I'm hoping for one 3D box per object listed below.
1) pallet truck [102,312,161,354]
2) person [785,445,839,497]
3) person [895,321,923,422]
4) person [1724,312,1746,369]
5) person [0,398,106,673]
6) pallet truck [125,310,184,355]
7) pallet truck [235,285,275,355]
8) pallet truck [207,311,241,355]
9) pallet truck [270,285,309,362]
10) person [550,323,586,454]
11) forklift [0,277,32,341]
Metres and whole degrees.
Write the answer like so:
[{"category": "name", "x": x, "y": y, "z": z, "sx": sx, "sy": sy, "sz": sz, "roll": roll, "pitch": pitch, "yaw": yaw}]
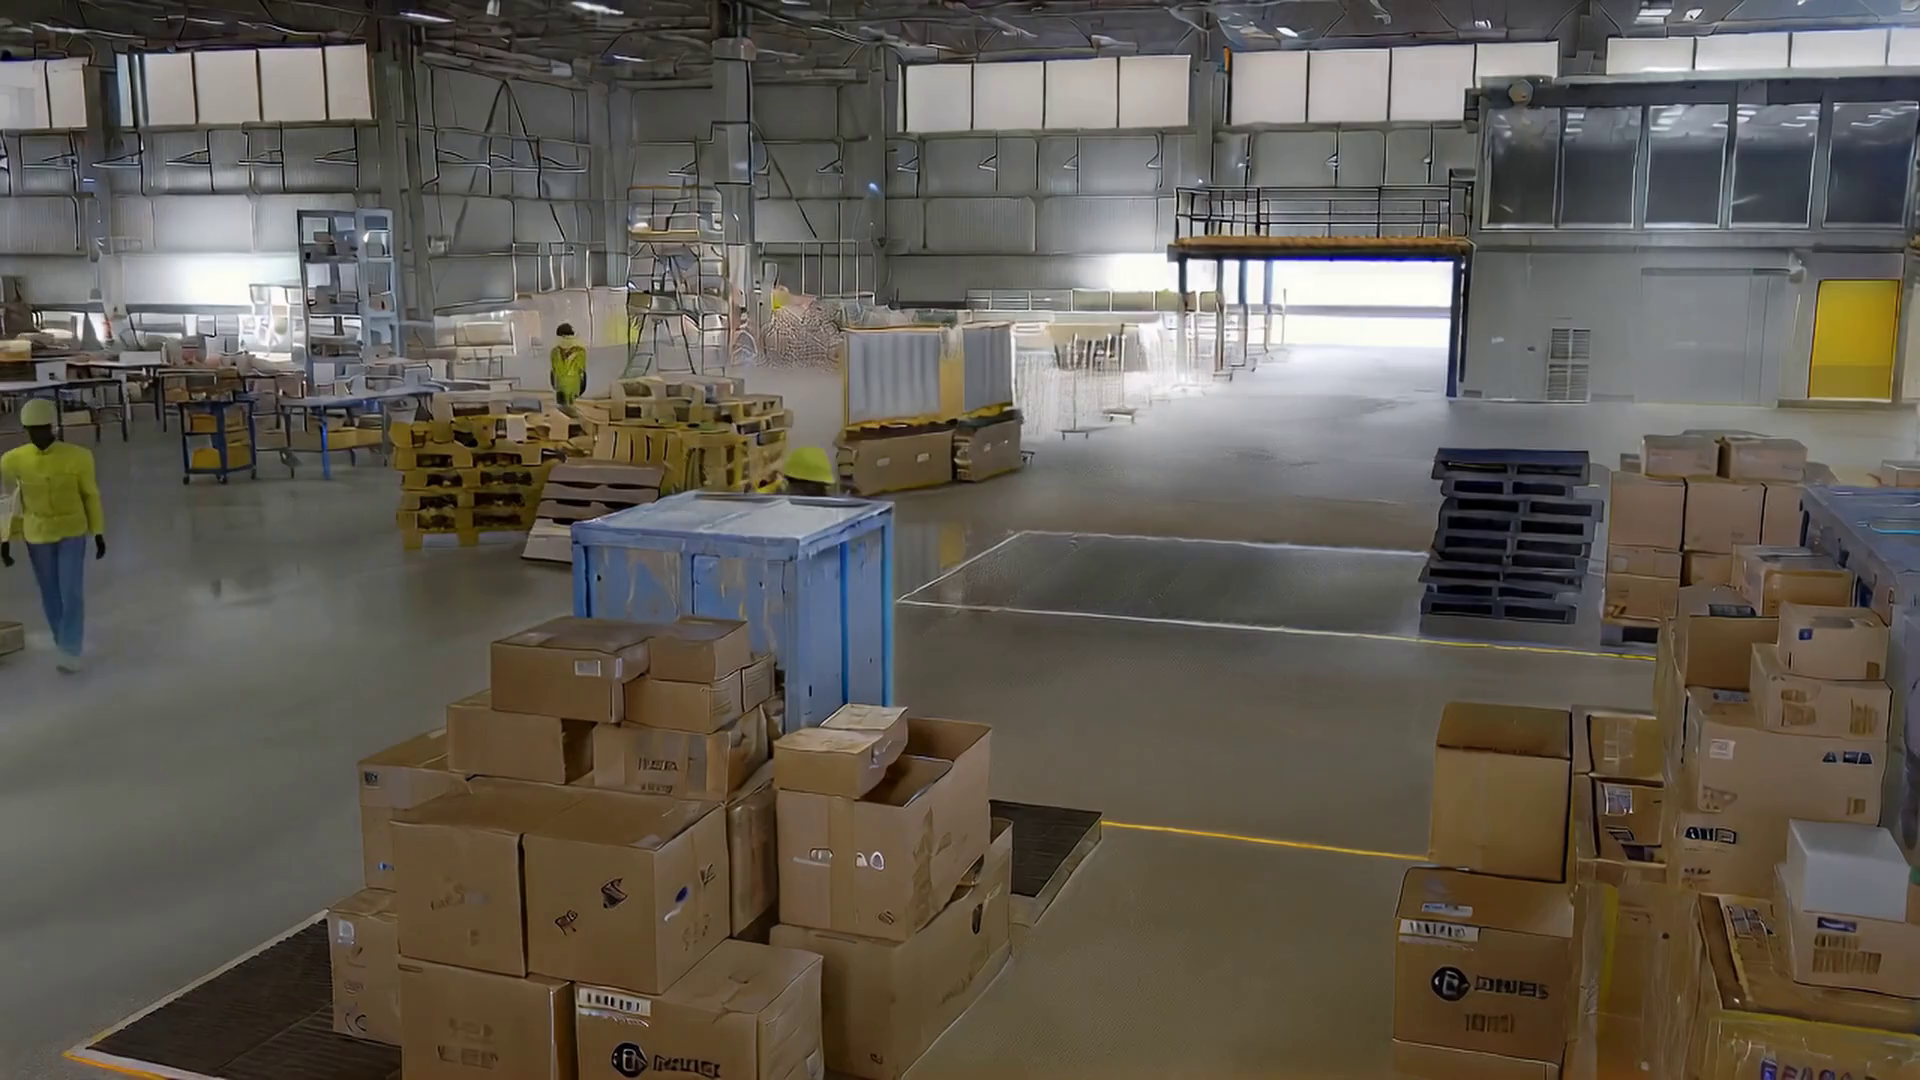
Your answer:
[{"category": "pallet truck", "x": -23.057, "y": -5.777, "z": 46.261, "sx": 0.680, "sy": 1.201, "sz": 1.601, "roll": 3, "pitch": 11, "yaw": 19}, {"category": "person", "x": -1.019, "y": 0.406, "z": 9.520, "sx": 0.665, "sy": 1.912, "sz": 0.570, "roll": -2, "pitch": 10, "yaw": -9}, {"category": "person", "x": -0.870, "y": -2.859, "z": 28.378, "sx": 0.486, "sy": 1.745, "sz": 0.295, "roll": 2, "pitch": 10, "yaw": 12}, {"category": "person", "x": 18.243, "y": -4.716, "z": 39.151, "sx": 0.497, "sy": 1.626, "sz": 0.288, "roll": 7, "pitch": 12, "yaw": 33}, {"category": "person", "x": -6.450, "y": -0.017, "z": 11.760, "sx": 0.666, "sy": 1.955, "sz": 0.911, "roll": -3, "pitch": 10, "yaw": -16}, {"category": "pallet truck", "x": -22.038, "y": -5.665, "z": 45.457, "sx": 0.704, "sy": 1.261, "sz": 1.522, "roll": 3, "pitch": 11, "yaw": 17}, {"category": "pallet truck", "x": -18.327, "y": -5.835, "z": 44.421, "sx": 0.823, "sy": 1.965, "sz": 1.885, "roll": 4, "pitch": 11, "yaw": 23}, {"category": "pallet truck", "x": -19.537, "y": -5.575, "z": 44.913, "sx": 0.653, "sy": 1.274, "sz": 1.630, "roll": 3, "pitch": 11, "yaw": 19}, {"category": "pallet truck", "x": -17.147, "y": -5.700, "z": 43.663, "sx": 0.823, "sy": 1.965, "sz": 1.885, "roll": 3, "pitch": 11, "yaw": 17}, {"category": "person", "x": -5.669, "y": -2.165, "z": 23.968, "sx": 0.578, "sy": 1.917, "sz": 0.607, "roll": 2, "pitch": 10, "yaw": 9}, {"category": "forklift", "x": -27.151, "y": -6.329, "z": 46.328, "sx": 1.157, "sy": 1.987, "sz": 2.680, "roll": 3, "pitch": 11, "yaw": 17}]
